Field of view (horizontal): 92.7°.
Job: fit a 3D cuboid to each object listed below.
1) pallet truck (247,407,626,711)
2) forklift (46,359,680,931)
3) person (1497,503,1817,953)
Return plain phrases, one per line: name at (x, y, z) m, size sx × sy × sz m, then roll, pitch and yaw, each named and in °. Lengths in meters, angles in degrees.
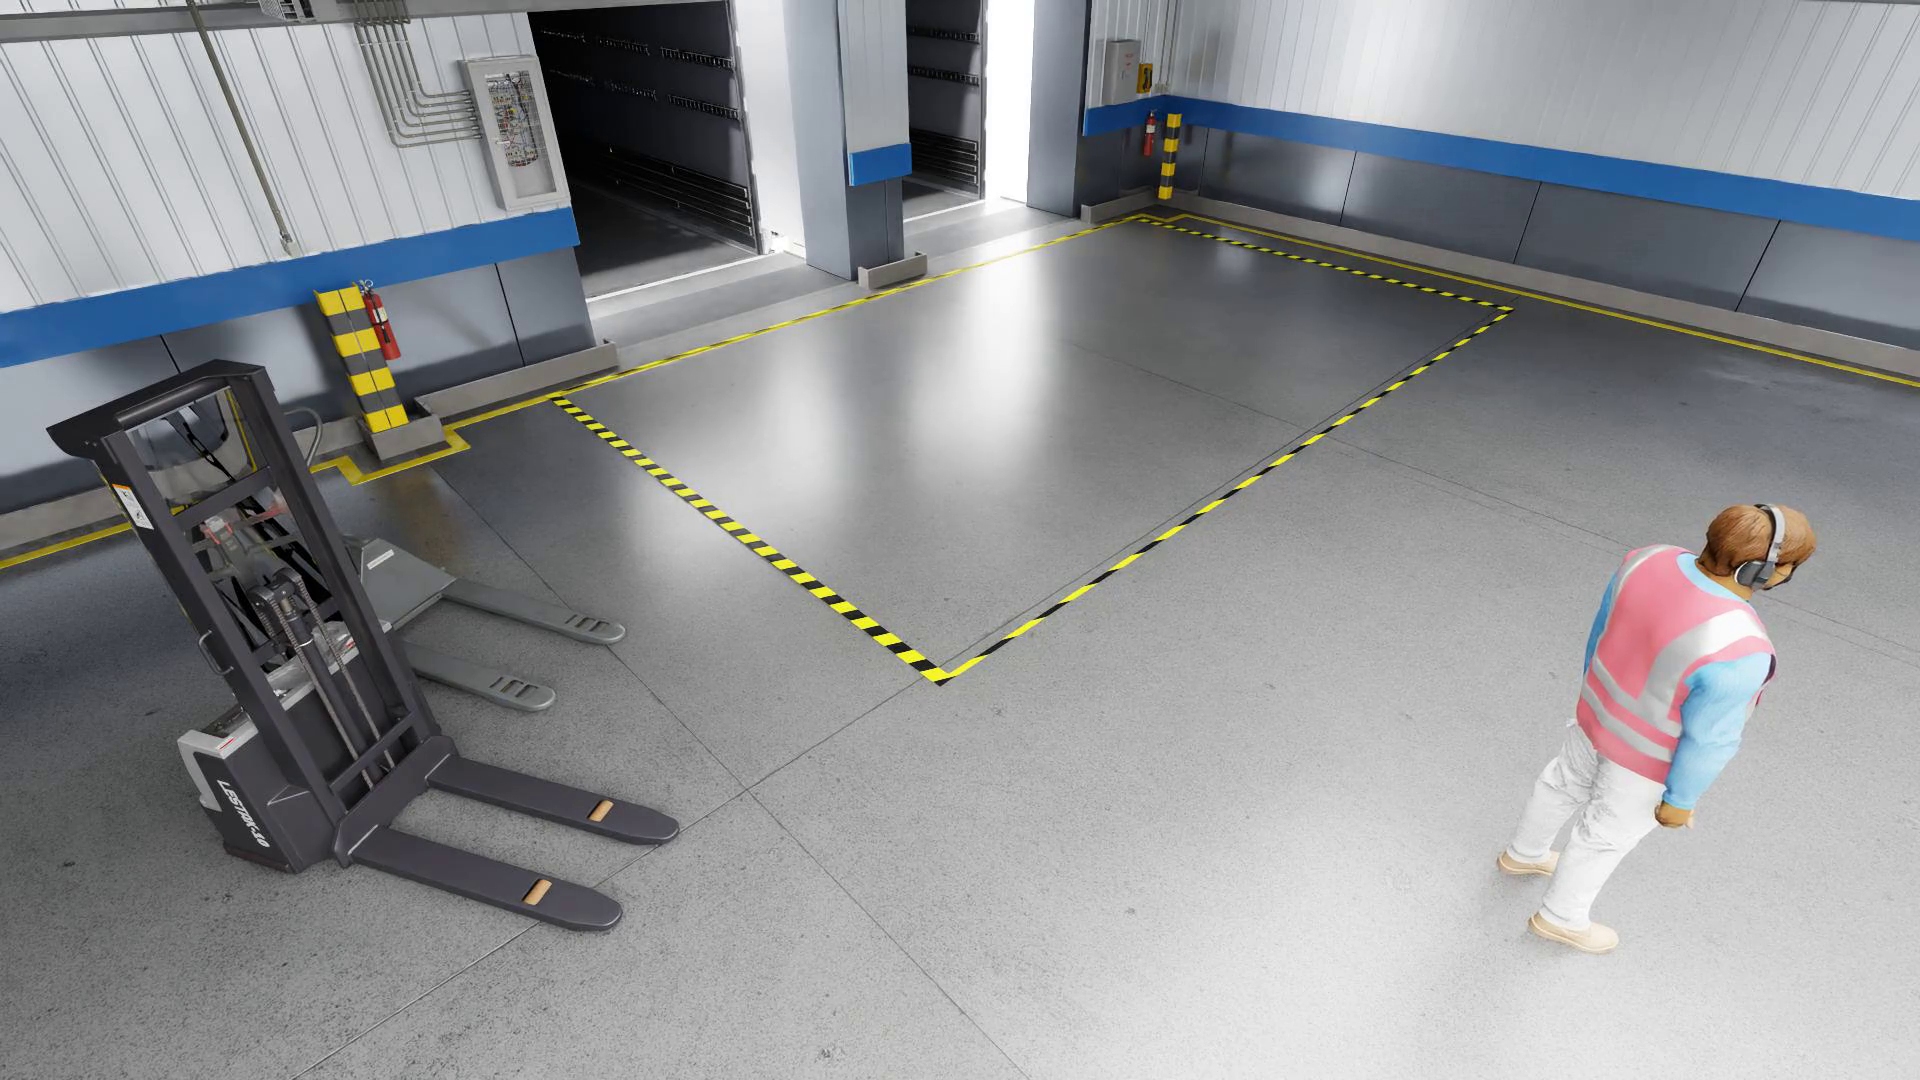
pallet truck at (-2.628, 0.038, 4.590) m, size 1.601 × 1.201 × 0.680 m, roll 12°, pitch 36°, yaw 18°
forklift at (-2.135, 0.422, 3.354) m, size 1.885 × 1.965 × 0.823 m, roll 10°, pitch 35°, yaw 14°
person at (2.328, 0.669, 3.127) m, size 0.429 × 1.842 × 0.632 m, roll 3°, pitch 34°, yaw 4°
